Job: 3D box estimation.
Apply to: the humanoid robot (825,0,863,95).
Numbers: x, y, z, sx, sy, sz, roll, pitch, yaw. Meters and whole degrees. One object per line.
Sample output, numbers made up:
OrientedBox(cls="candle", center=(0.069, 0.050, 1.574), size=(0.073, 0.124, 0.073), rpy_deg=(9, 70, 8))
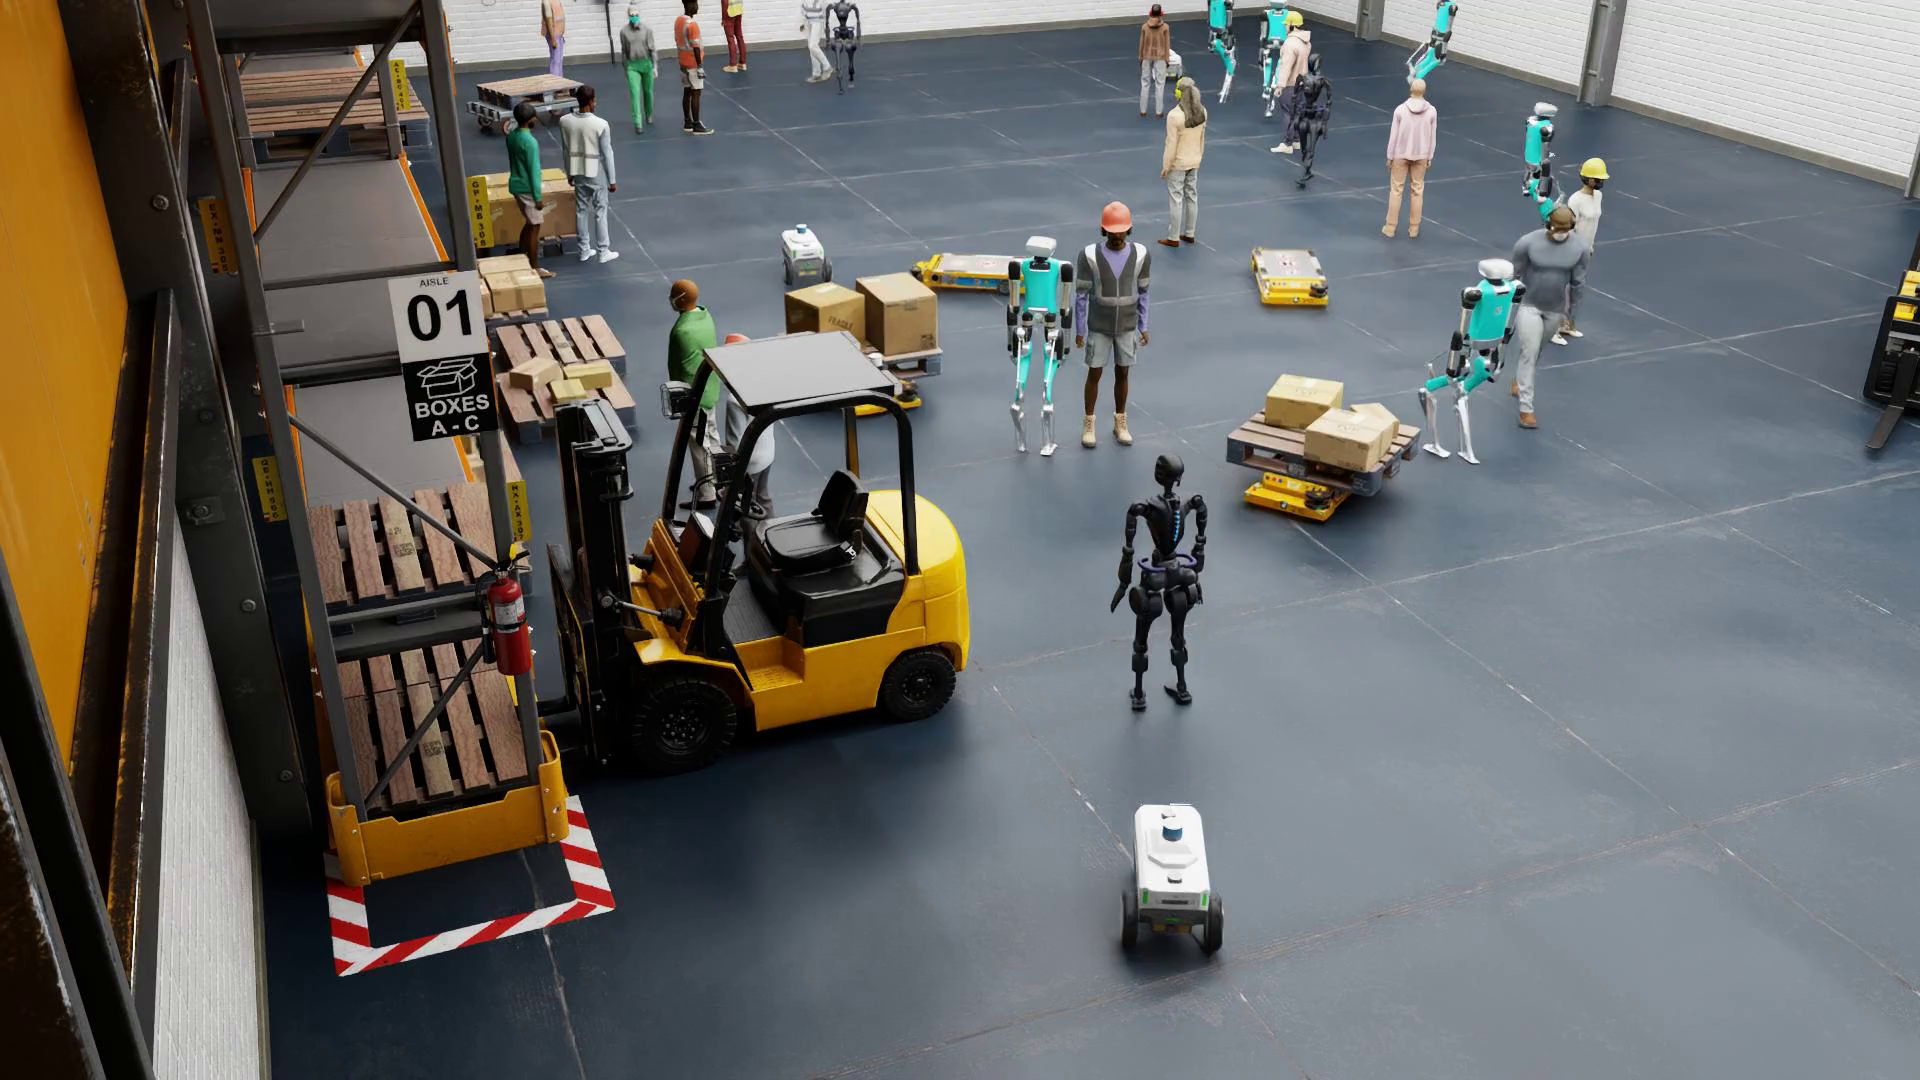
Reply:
OrientedBox(cls="humanoid robot", center=(-1.824, -7.879, 26.145), size=(0.608, 1.649, 0.717), rpy_deg=(1, 27, 2))

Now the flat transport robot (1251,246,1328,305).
OrientedBox(cls="flat transport robot", center=(3.461, -2.786, 17.528), size=(0.659, 0.231, 1.431), rpy_deg=(2, 27, 3))

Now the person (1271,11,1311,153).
OrientedBox(cls="person", center=(4.516, -6.204, 22.565), size=(0.442, 1.858, 0.796), rpy_deg=(15, 30, 28))

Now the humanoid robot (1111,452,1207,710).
OrientedBox(cls="humanoid robot", center=(1.194, 0.255, 9.903), size=(0.583, 1.652, 0.324), rpy_deg=(-10, 28, -19))

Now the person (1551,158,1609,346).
OrientedBox(cls="person", center=(5.871, -2.744, 15.778), size=(0.523, 1.769, 0.323), rpy_deg=(-22, 34, -37))

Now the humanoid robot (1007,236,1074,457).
OrientedBox(cls="humanoid robot", center=(0.607, -1.491, 13.315), size=(0.531, 1.774, 0.699), rpy_deg=(4, 27, 9))

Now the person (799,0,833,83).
OrientedBox(cls="person", center=(-2.359, -8.292, 26.693), size=(0.415, 1.870, 0.587), rpy_deg=(-20, 33, -34))

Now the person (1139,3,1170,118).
OrientedBox(cls="person", center=(2.851, -7.045, 24.468), size=(0.462, 1.648, 0.327), rpy_deg=(7, 28, 14))

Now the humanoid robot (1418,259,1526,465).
OrientedBox(cls="humanoid robot", center=(3.994, -1.454, 13.235), size=(0.536, 1.742, 0.812), rpy_deg=(-9, 28, -18))

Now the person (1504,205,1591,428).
OrientedBox(cls="person", center=(4.924, -1.988, 14.164), size=(0.672, 1.870, 1.004), rpy_deg=(0, 27, 0))

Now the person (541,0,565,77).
OrientedBox(cls="person", center=(-6.260, -7.774, 25.695), size=(0.389, 1.847, 0.563), rpy_deg=(1, 27, 1))

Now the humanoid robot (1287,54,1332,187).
OrientedBox(cls="humanoid robot", center=(4.396, -5.307, 21.009), size=(0.590, 1.625, 0.754), rpy_deg=(20, 33, 34))

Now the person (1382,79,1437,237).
OrientedBox(cls="person", center=(5.119, -4.332, 18.916), size=(0.535, 1.782, 0.397), rpy_deg=(1, 27, 2))

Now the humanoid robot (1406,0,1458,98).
OrientedBox(cls="humanoid robot", center=(6.956, -7.260, 24.808), size=(0.739, 1.803, 0.550), rpy_deg=(-4, 27, -8))

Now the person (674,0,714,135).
OrientedBox(cls="person", center=(-3.787, -6.742, 23.510), size=(0.361, 1.962, 0.612), rpy_deg=(-17, 31, -30))

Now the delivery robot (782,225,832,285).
OrientedBox(cls="delivery robot", center=(-1.675, -3.056, 17.744), size=(0.499, 0.592, 0.774), rpy_deg=(-7, 28, -13))

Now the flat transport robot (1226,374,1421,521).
OrientedBox(cls="flat transport robot", center=(2.838, -0.554, 13.089), size=(0.659, 0.231, 1.431), rpy_deg=(17, 31, 30))

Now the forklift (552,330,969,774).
OrientedBox(cls="forklift", center=(-1.094, 0.010, 9.831), size=(2.313, 2.155, 1.214), rpy_deg=(-10, 28, -20))

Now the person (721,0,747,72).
OrientedBox(cls="person", center=(-3.766, -8.672, 27.566), size=(0.366, 1.767, 0.471), rpy_deg=(19, 33, 34))

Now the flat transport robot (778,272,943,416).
OrientedBox(cls="flat transport robot", center=(-0.908, -1.466, 14.903), size=(0.659, 0.231, 1.431), rpy_deg=(-11, 29, -21))

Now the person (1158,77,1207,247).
OrientedBox(cls="person", center=(2.502, -4.209, 18.577), size=(0.549, 1.875, 0.413), rpy_deg=(-18, 32, -32))

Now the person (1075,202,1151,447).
OrientedBox(cls="person", center=(1.237, -1.734, 13.465), size=(0.615, 2.041, 0.377), rpy_deg=(-4, 27, -7))

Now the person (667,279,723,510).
OrientedBox(cls="person", center=(-1.983, -1.090, 12.471), size=(0.384, 1.782, 0.550), rpy_deg=(3, 27, 7))

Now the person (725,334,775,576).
OrientedBox(cls="person", center=(-1.470, -0.589, 11.521), size=(0.345, 1.740, 0.572), rpy_deg=(9, 28, 17))

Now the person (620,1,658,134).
OrientedBox(cls="person", center=(-4.591, -6.811, 23.826), size=(0.498, 1.806, 0.893), rpy_deg=(-6, 27, -12))

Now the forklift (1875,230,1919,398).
OrientedBox(cls="forklift", center=(9.029, -2.397, 14.618), size=(1.214, 2.155, 2.313), rpy_deg=(18, 32, 32))

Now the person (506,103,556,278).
OrientedBox(cls="person", center=(-4.569, -3.670, 17.547), size=(0.402, 1.842, 0.523), rpy_deg=(-19, 33, -33))

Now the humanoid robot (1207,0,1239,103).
OrientedBox(cls="humanoid robot", center=(4.134, -7.597, 25.530), size=(0.750, 1.834, 0.536), rpy_deg=(-17, 31, -30))

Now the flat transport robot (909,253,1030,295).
OrientedBox(cls="flat transport robot", center=(0.214, -2.815, 17.587), size=(1.431, 0.231, 0.659), rpy_deg=(4, 27, 8))

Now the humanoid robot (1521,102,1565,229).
OrientedBox(cls="humanoid robot", center=(6.383, -3.765, 17.965), size=(0.715, 1.895, 0.542), rpy_deg=(-3, 27, -5))

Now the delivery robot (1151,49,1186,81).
OrientedBox(cls="delivery robot", center=(3.355, -7.797, 27.168), size=(0.499, 0.587, 0.787), rpy_deg=(-5, 27, -10))

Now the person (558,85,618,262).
OrientedBox(cls="person", center=(-4.014, -3.958, 18.042), size=(0.596, 1.908, 0.409), rpy_deg=(8, 28, 15))

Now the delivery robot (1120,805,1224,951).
OrientedBox(cls="delivery robot", center=(1.053, 1.678, 8.336), size=(0.499, 0.598, 0.779), rpy_deg=(1, 27, 3))

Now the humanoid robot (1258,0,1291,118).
OrientedBox(cls="humanoid robot", center=(4.558, -6.971, 24.220), size=(0.546, 1.734, 1.026), rpy_deg=(10, 29, 20))
